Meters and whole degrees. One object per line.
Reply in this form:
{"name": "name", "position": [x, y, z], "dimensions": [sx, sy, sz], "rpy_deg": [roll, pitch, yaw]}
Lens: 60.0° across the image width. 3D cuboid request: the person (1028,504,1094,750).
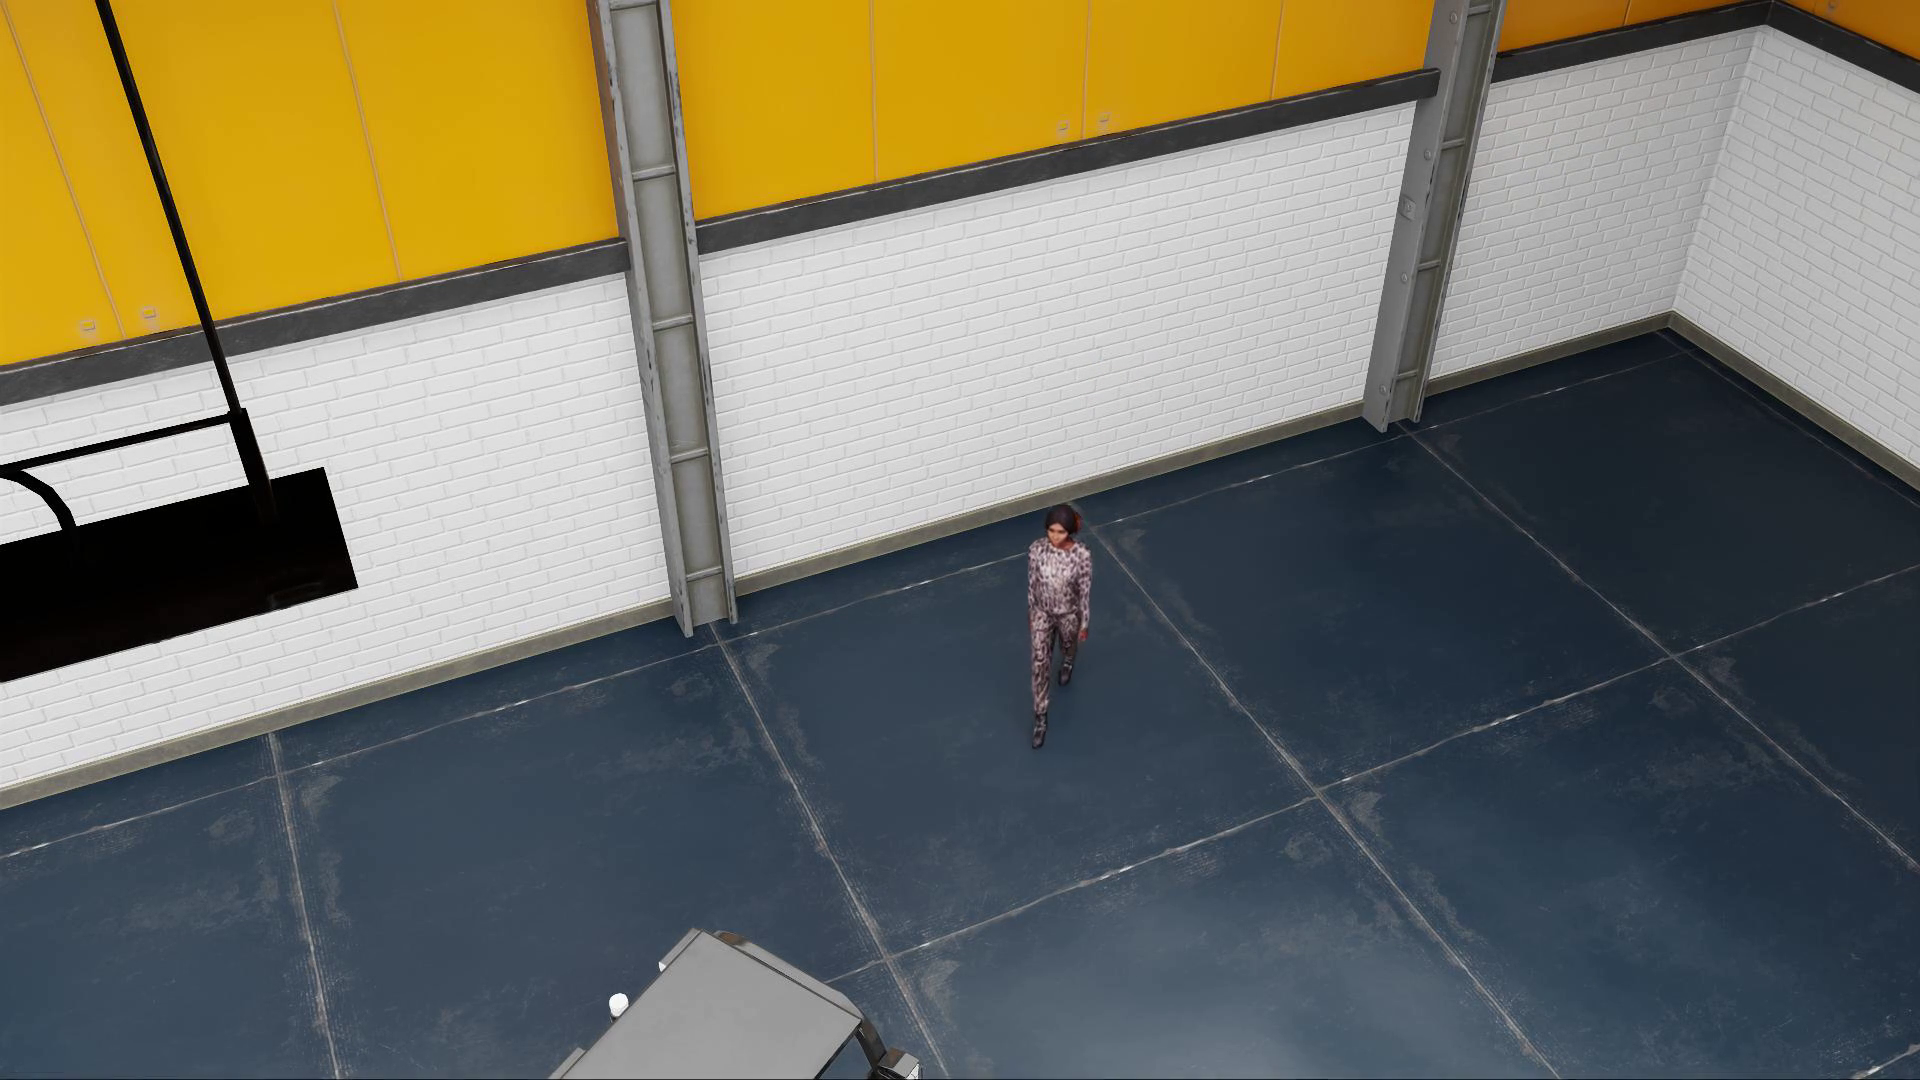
{"name": "person", "position": [0.663, 0.447, 10.761], "dimensions": [1.099, 1.674, 1.102], "rpy_deg": [10, 40, 12]}
